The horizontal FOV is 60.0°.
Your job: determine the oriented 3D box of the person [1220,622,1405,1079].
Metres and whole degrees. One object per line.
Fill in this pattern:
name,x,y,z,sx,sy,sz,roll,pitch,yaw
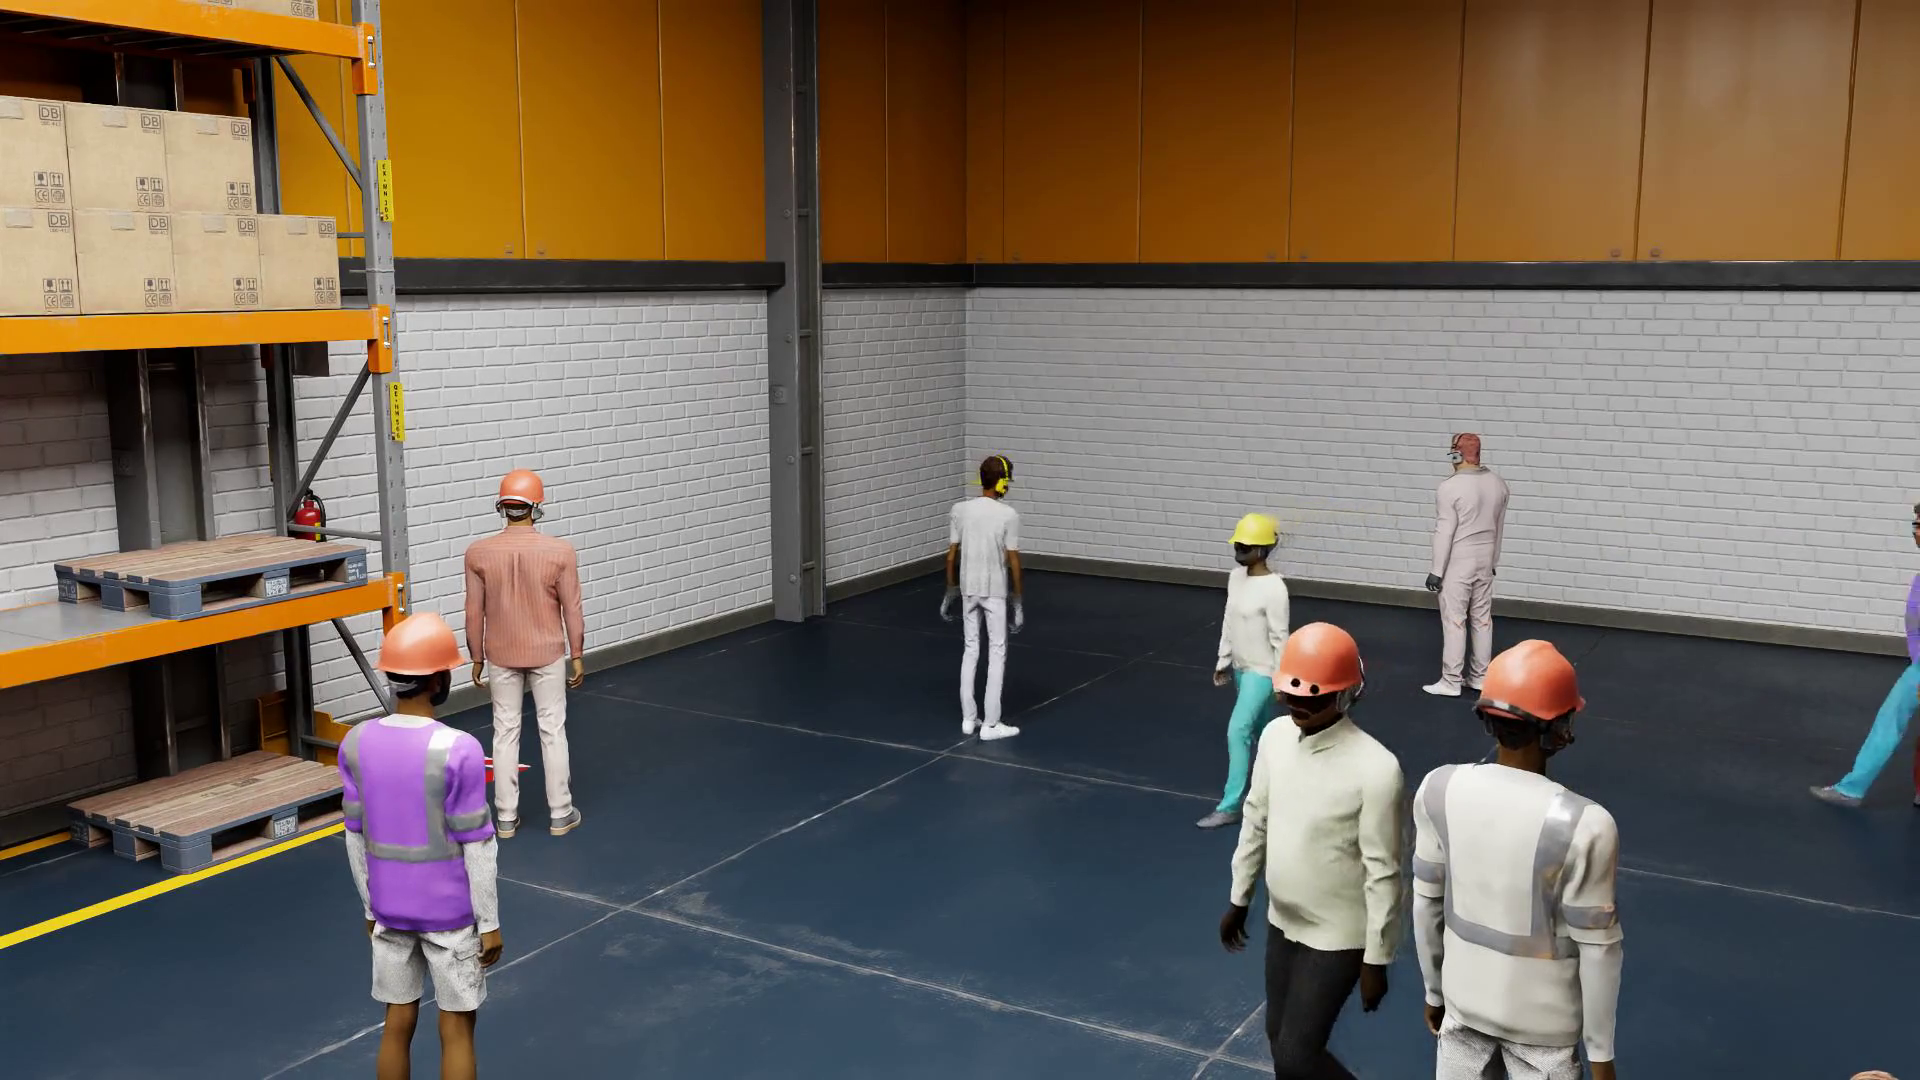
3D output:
person,1.131,1.212,5.282,0.472,1.970,0.667,-4,10,-23

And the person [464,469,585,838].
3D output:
person,-2.329,0.611,8.948,0.622,1.993,0.384,-1,9,-6

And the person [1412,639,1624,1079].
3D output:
person,1.535,1.282,4.601,0.365,2.047,0.608,-8,12,-40

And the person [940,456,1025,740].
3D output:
person,0.144,0.382,10.904,0.599,1.848,0.376,5,10,27

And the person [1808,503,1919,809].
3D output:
person,5.395,0.672,9.259,0.968,1.782,0.584,9,12,43

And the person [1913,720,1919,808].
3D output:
person,5.612,0.669,9.298,0.331,1.768,0.526,-4,10,-25

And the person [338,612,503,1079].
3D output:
person,-1.746,1.195,5.487,0.545,1.938,0.362,3,10,18

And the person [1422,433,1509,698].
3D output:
person,3.602,0.180,11.936,0.638,1.902,0.407,-5,10,-29

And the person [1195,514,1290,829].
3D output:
person,1.695,0.700,9.196,0.830,1.738,0.516,-3,10,-18

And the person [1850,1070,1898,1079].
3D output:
person,1.567,1.747,2.989,0.311,1.634,0.517,-8,12,-41
